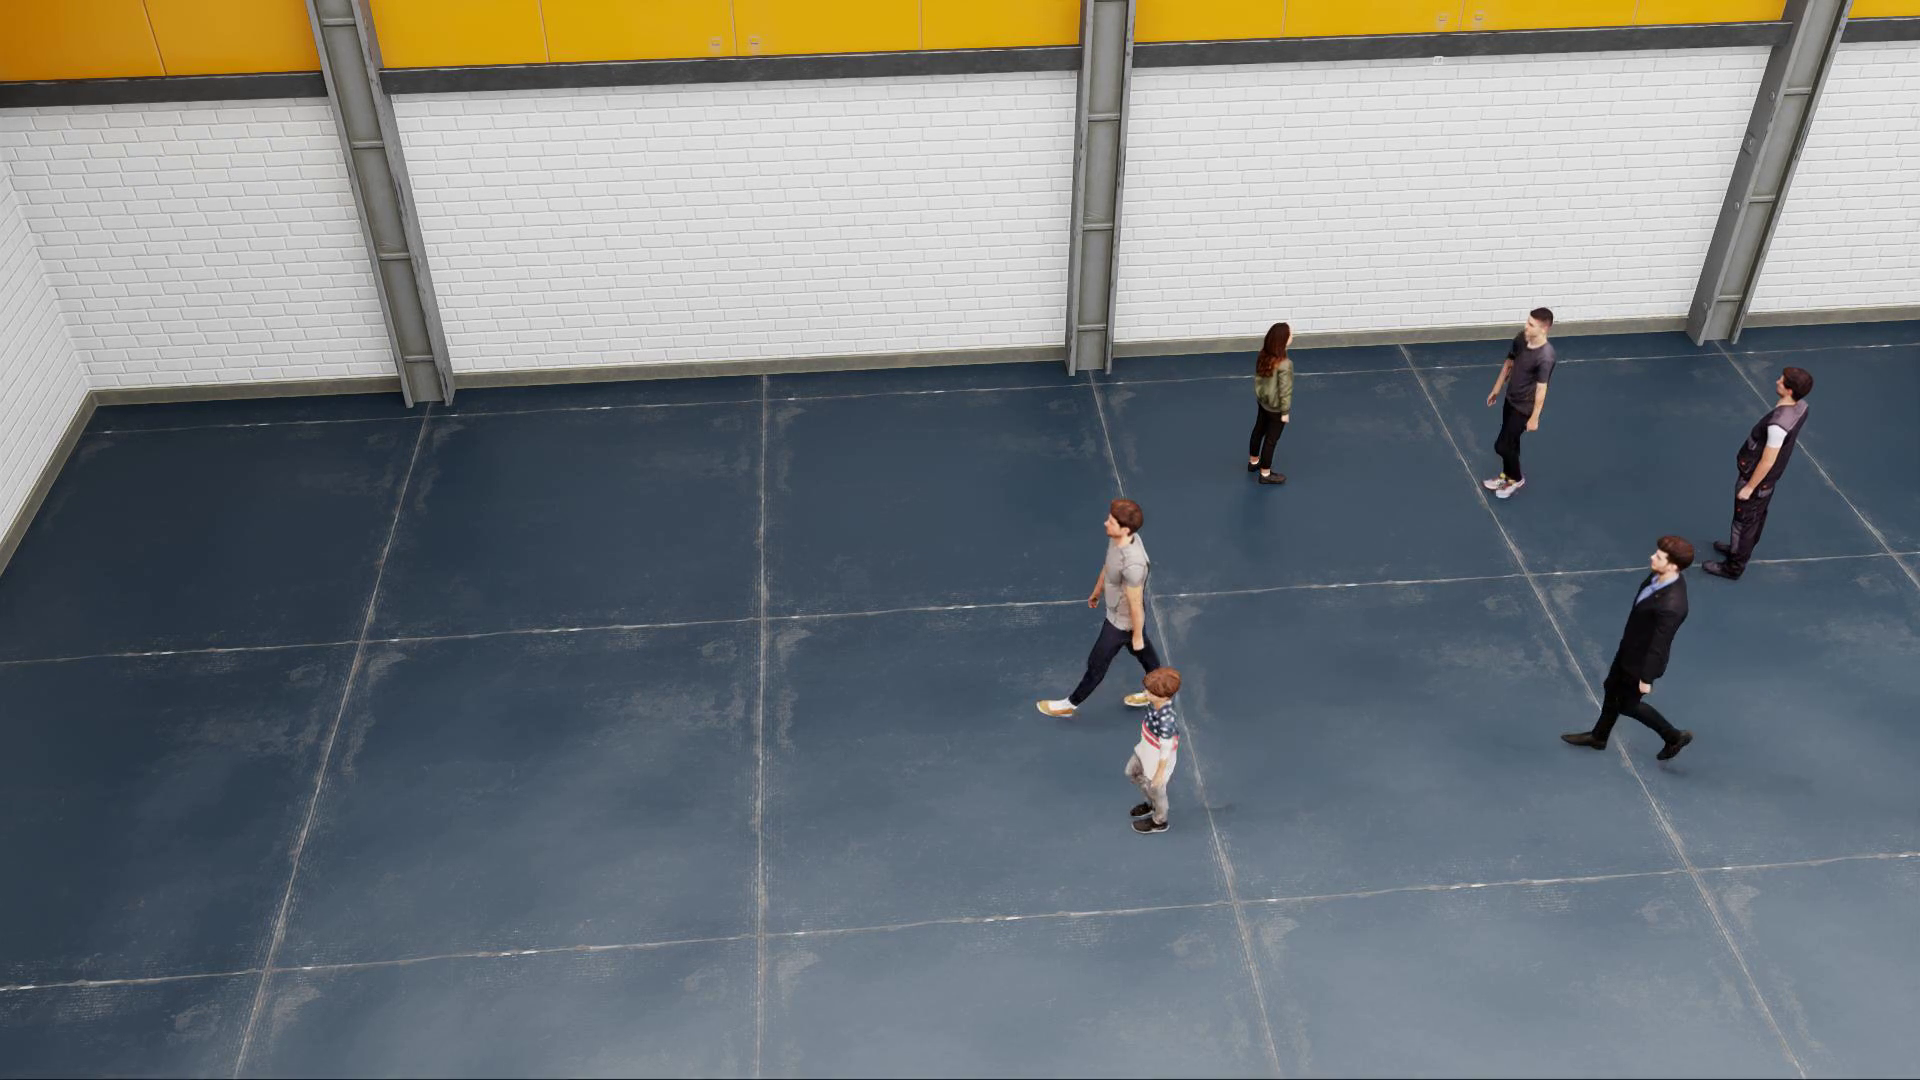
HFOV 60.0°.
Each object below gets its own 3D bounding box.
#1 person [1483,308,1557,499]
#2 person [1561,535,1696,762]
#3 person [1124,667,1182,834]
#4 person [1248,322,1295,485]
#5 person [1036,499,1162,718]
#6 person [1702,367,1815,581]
[{"bbox_3d":[4.608,-1.107,13.421,0.612,1.751,0.663,-6,39,-7],"label":"person"},{"bbox_3d":[4.588,0.761,10.984,1.131,1.873,0.911,10,40,12],"label":"person"},{"bbox_3d":[1.317,1.340,10.614,0.513,1.430,0.547,-5,39,-6],"label":"person"},{"bbox_3d":[2.570,-1.139,13.683,0.587,1.475,0.629,-12,40,-15],"label":"person"},{"bbox_3d":[1.203,0.510,11.326,1.160,1.839,0.678,-2,39,-3],"label":"person"},{"bbox_3d":[6.089,-0.509,12.595,0.792,1.848,0.735,27,46,30],"label":"person"}]
